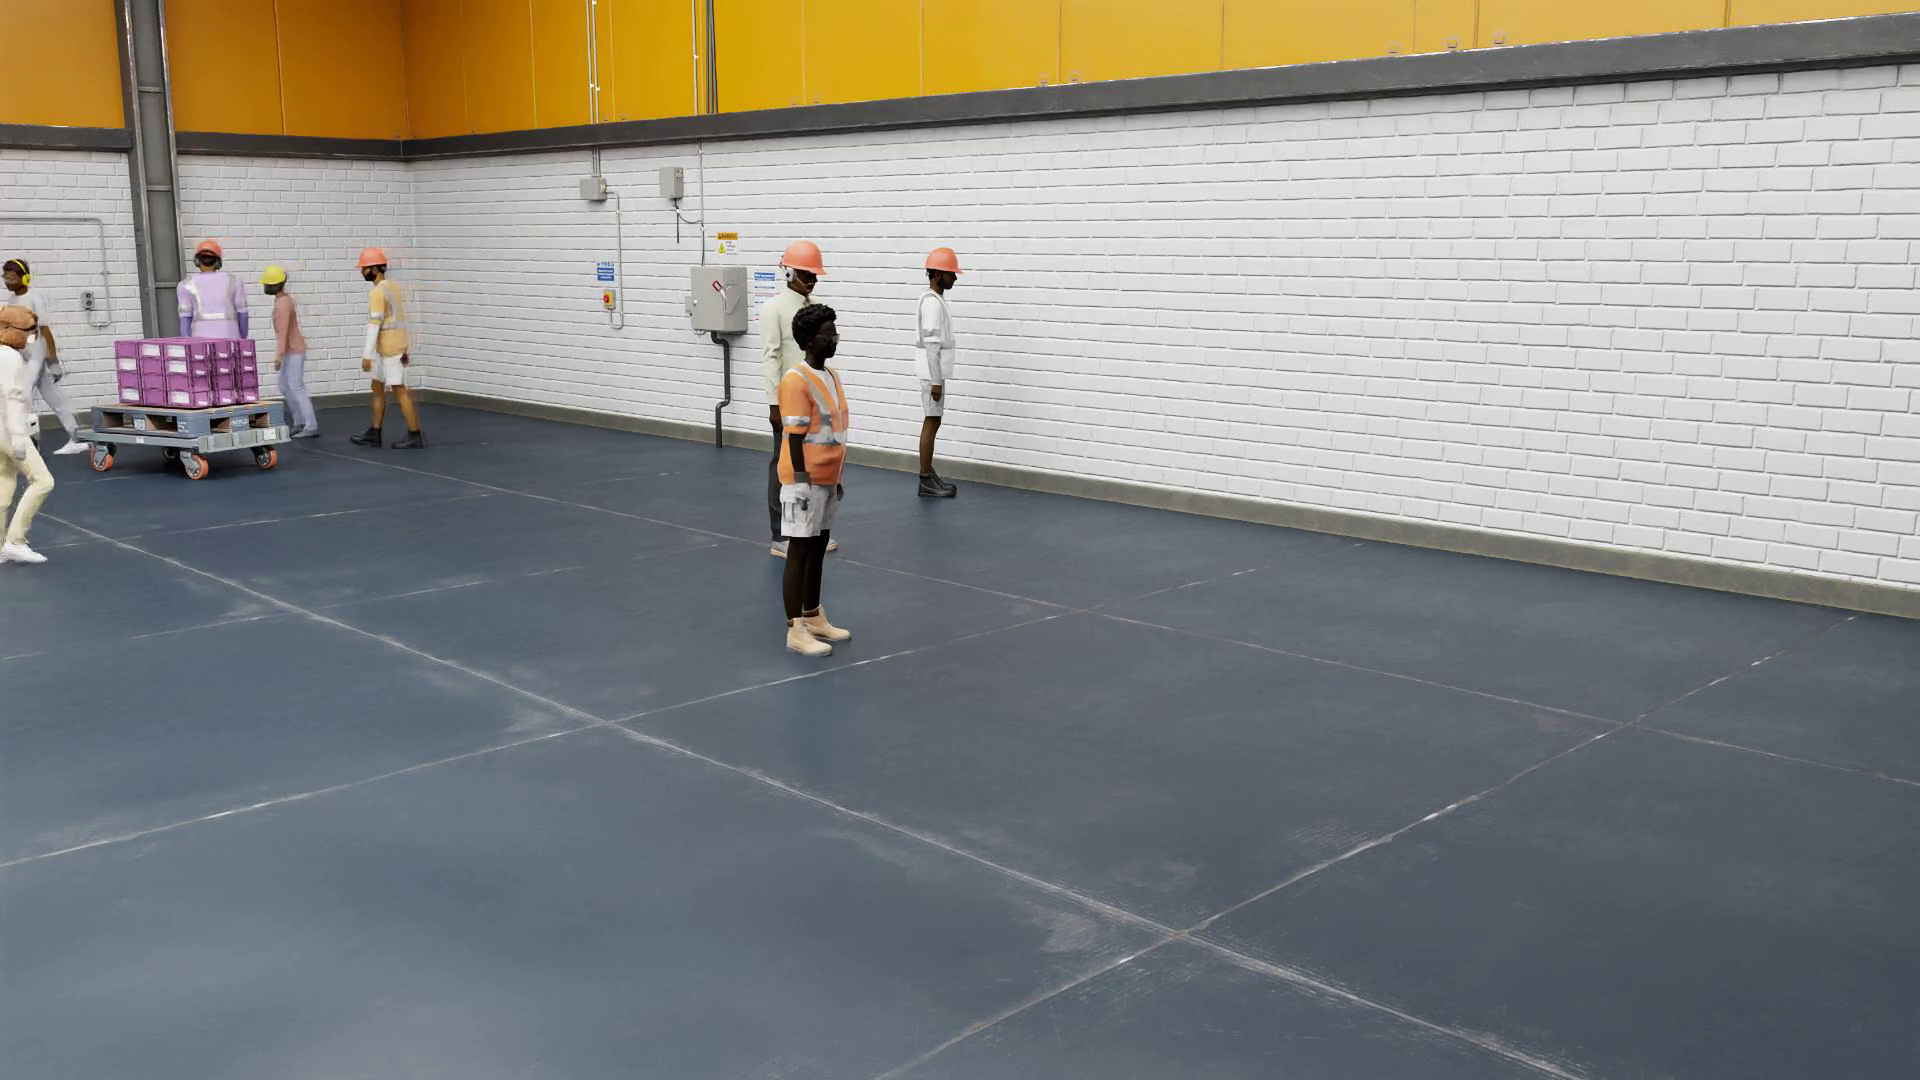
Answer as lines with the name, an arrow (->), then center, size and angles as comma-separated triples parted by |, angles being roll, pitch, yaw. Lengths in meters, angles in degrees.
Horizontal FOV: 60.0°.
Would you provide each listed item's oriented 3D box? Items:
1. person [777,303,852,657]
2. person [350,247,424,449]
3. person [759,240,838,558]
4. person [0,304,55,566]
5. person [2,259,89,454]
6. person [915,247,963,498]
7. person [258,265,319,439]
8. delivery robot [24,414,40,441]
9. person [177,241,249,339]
person -> -0.709, -0.297, 8.100 | 0.322, 1.697, 0.530 | 3, 11, 17
person -> -5.498, -1.790, 15.680 | 0.853, 1.899, 0.574 | -1, 10, -5
person -> -1.014, -0.887, 10.528 | 0.387, 1.988, 0.608 | 6, 12, 29
person -> -5.782, -0.625, 10.132 | 0.409, 1.601, 0.626 | -8, 13, -38
person -> -8.454, -1.628, 15.098 | 0.614, 1.796, 0.943 | 8, 13, 38
person -> -0.162, -1.292, 12.902 | 0.380, 1.930, 0.543 | 0, 10, -2
person -> -6.647, -1.848, 16.472 | 0.505, 1.720, 0.561 | -4, 11, -22
delivery robot -> -8.373, -0.972, 14.644 | 0.477, 0.478, 0.707 | -3, 11, -16
person -> -7.263, -1.915, 16.236 | 0.620, 1.948, 1.073 | -5, 12, -27
